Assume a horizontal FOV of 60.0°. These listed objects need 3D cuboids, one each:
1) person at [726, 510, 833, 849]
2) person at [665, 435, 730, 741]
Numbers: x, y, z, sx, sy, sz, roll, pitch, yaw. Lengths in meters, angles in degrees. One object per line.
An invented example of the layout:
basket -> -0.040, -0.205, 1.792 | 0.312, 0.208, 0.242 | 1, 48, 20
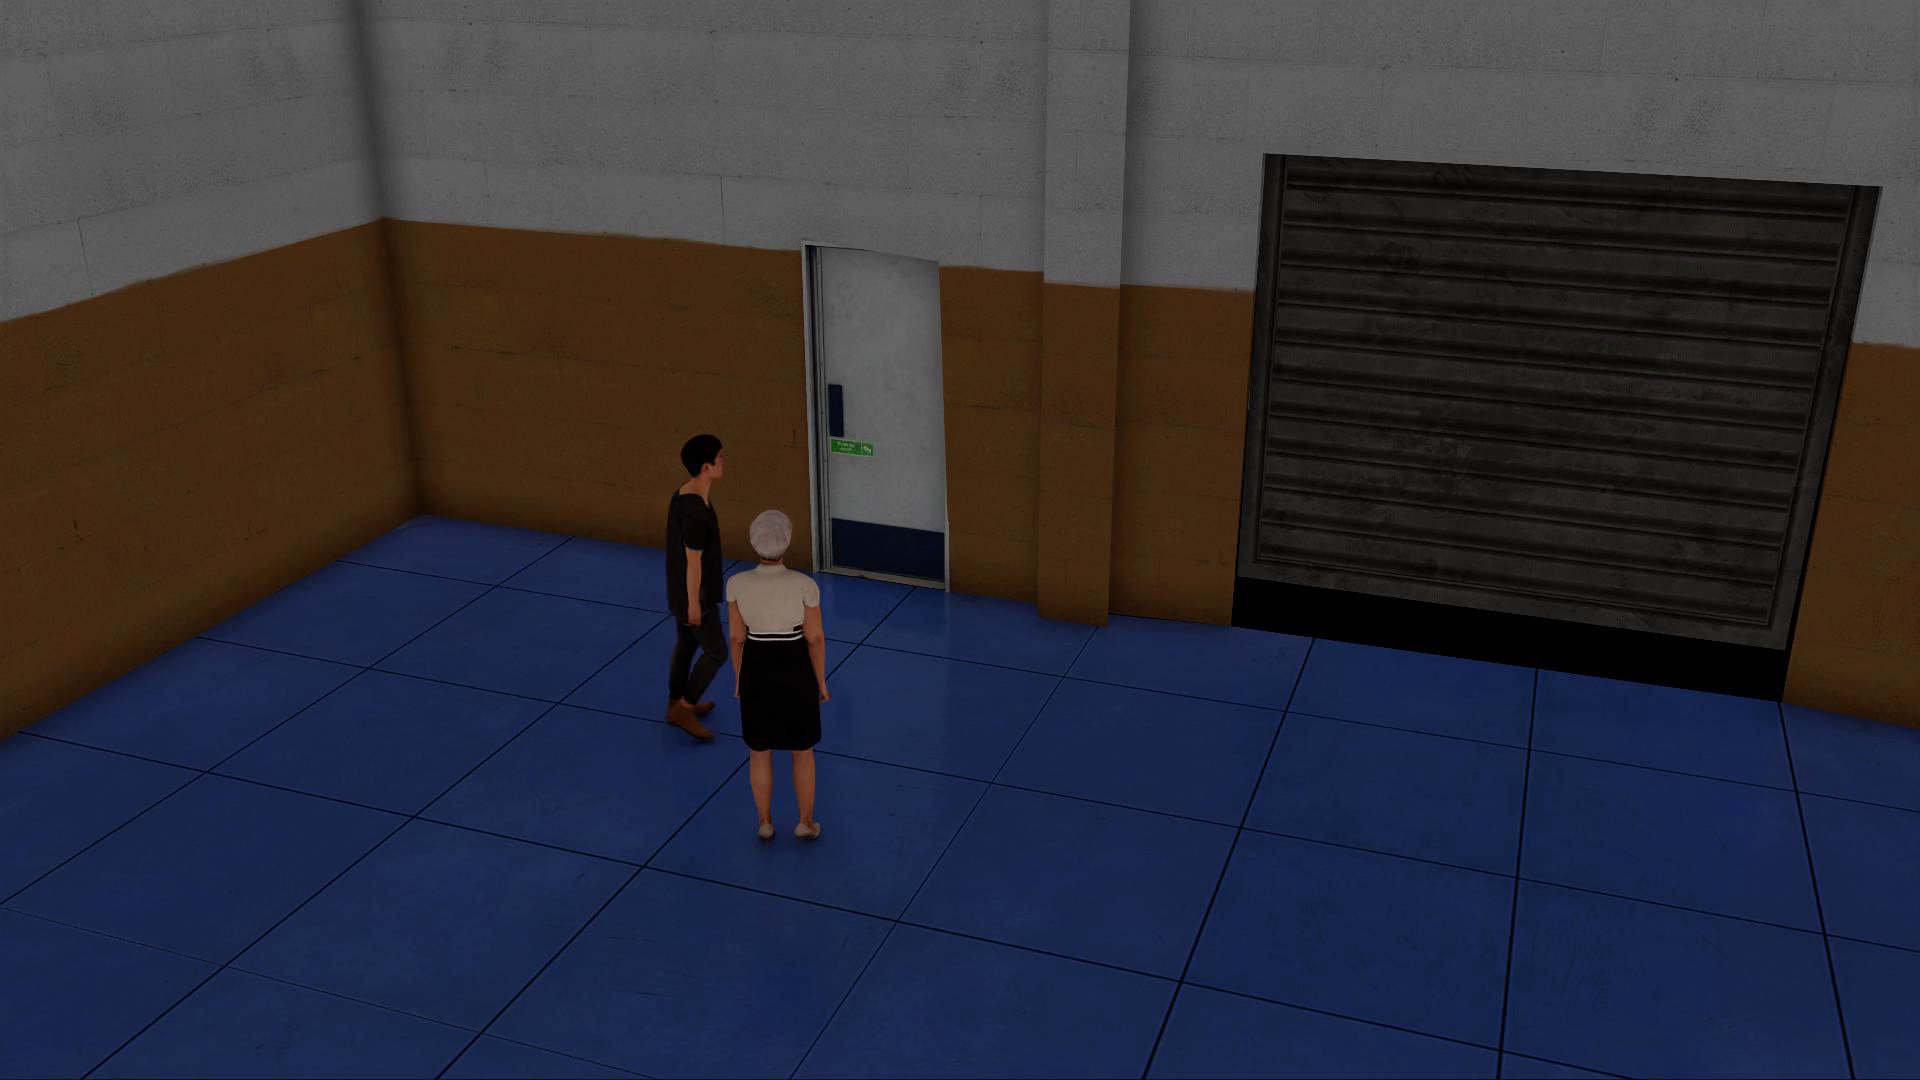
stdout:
person -> -0.870, 0.685, 7.961 | 0.564, 1.756, 0.736 | 1, 22, 4
person -> -1.491, 0.266, 9.089 | 0.822, 1.692, 0.774 | -6, 23, -14
